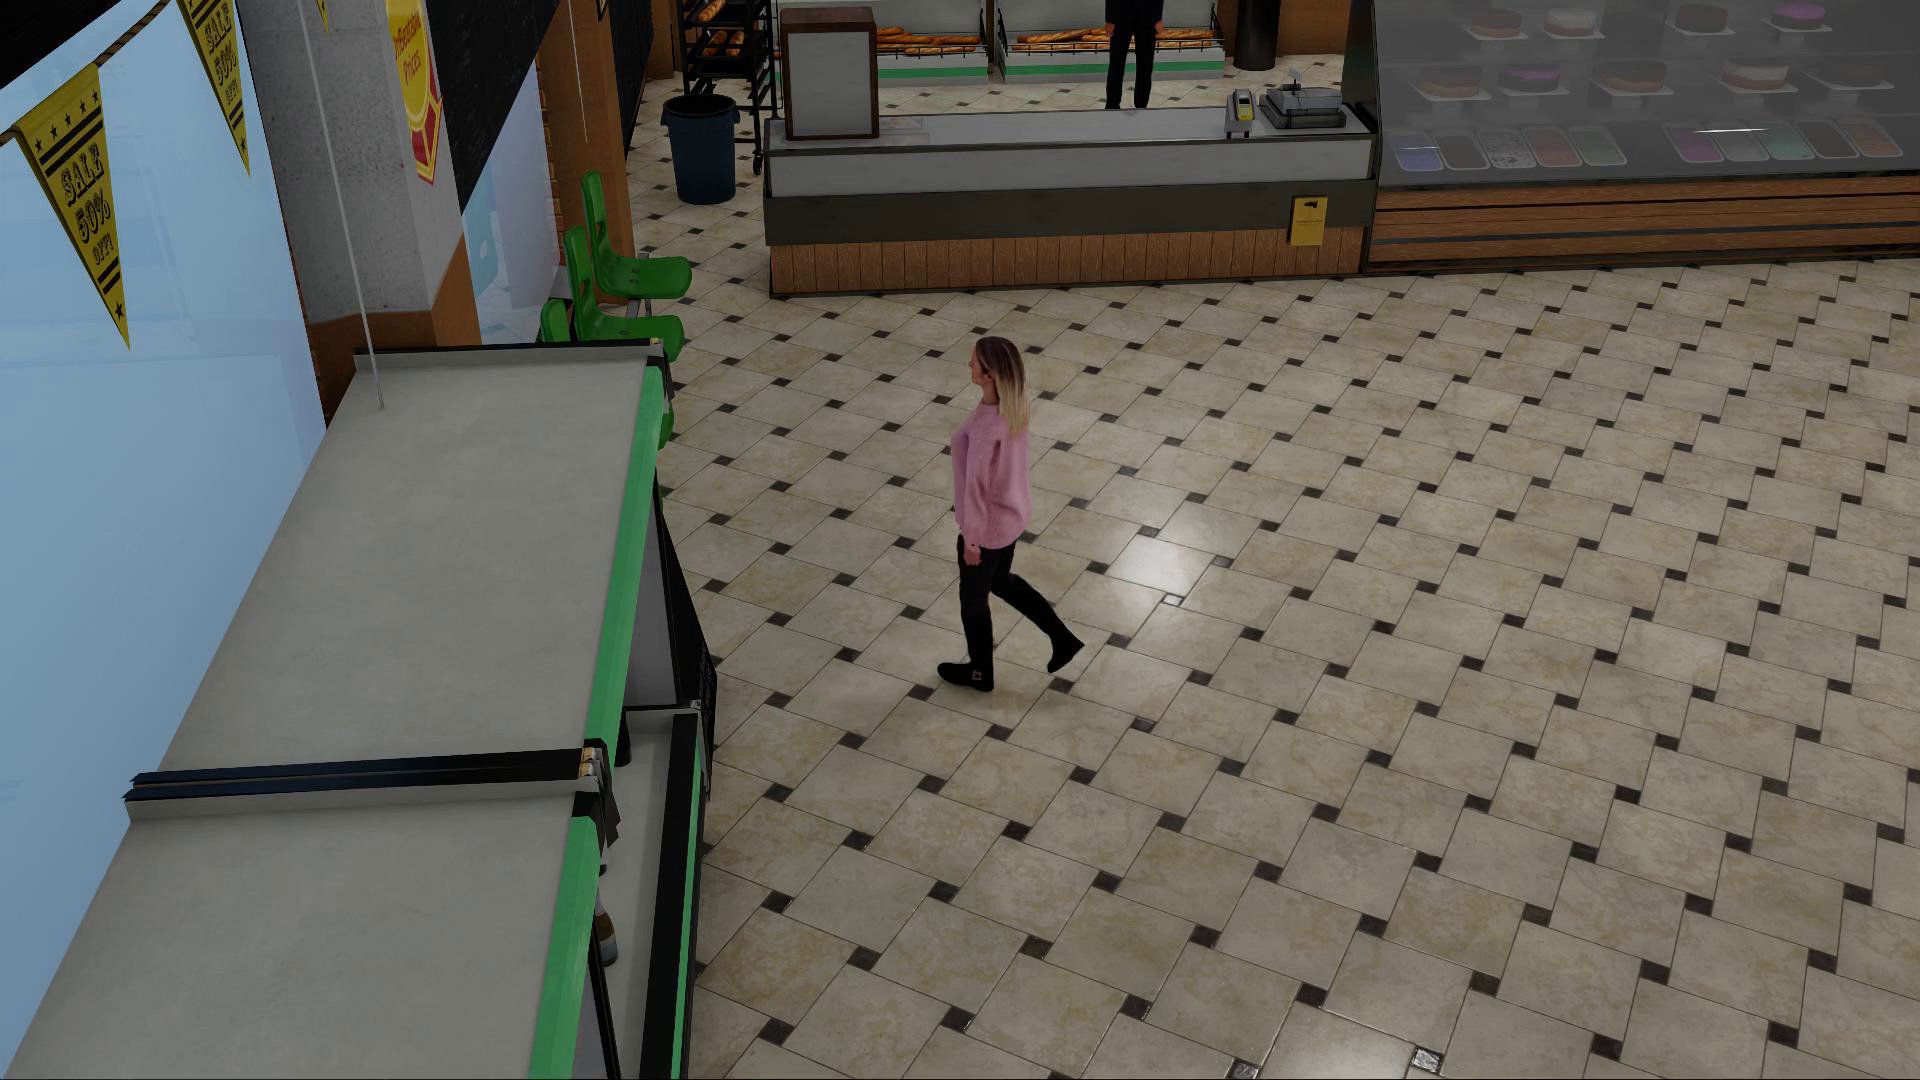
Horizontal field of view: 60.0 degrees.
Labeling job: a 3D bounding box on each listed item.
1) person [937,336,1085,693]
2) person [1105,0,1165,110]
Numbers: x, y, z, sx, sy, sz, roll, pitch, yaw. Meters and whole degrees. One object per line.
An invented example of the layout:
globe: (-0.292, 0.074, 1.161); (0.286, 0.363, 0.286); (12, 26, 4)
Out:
person: (0.220, -0.056, 6.927); (0.900, 1.674, 0.922); (12, 34, 19)
person: (1.418, -4.242, 13.472); (0.629, 1.867, 0.562); (-3, 32, -5)
